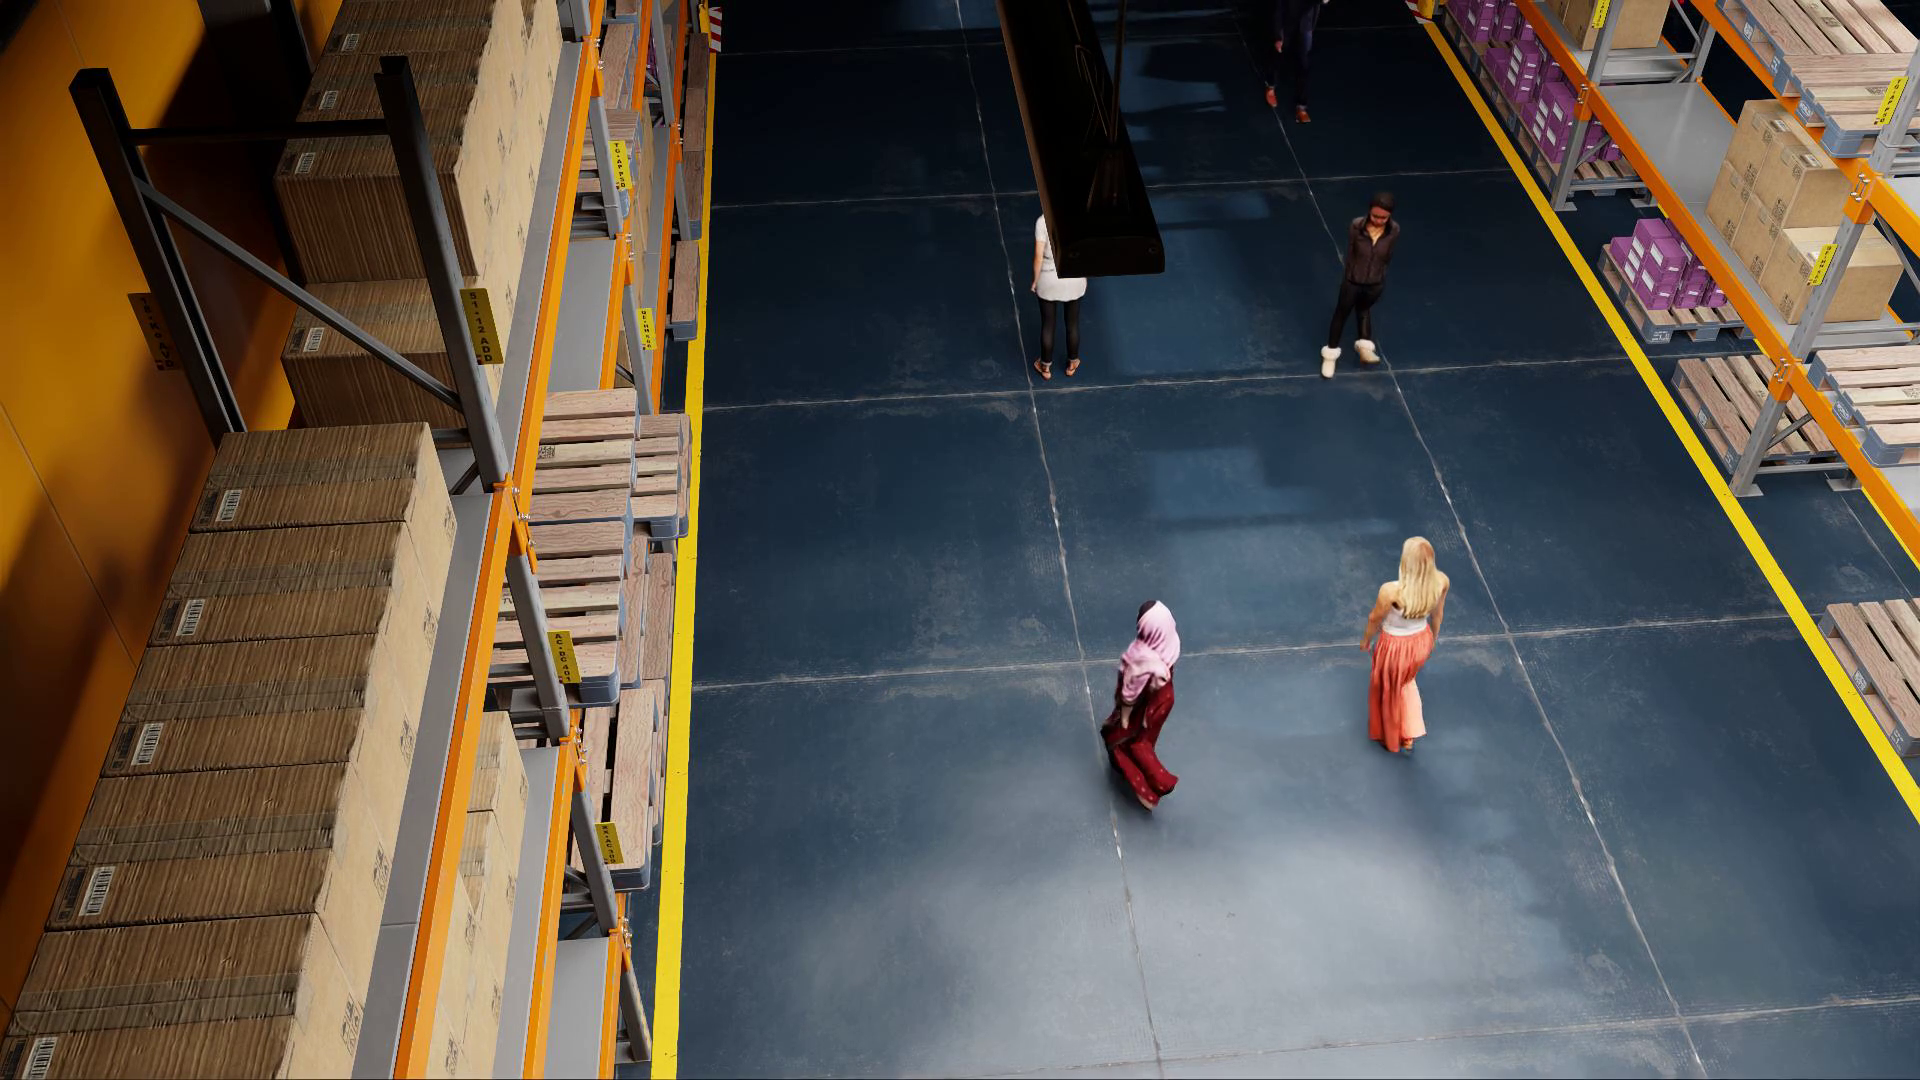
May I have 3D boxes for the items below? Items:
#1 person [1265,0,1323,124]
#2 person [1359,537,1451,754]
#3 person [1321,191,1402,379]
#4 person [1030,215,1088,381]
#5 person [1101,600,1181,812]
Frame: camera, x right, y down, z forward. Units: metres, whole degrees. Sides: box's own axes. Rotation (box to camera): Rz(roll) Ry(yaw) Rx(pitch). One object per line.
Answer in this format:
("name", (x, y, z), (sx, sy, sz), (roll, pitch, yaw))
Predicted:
("person", (3.230, -5.043, 16.320), (0.744, 1.773, 1.136), (-5, 44, -5))
("person", (2.745, 0.744, 10.234), (0.702, 1.789, 0.806), (-10, 45, -11))
("person", (3.197, -1.985, 13.192), (0.801, 1.659, 0.684), (-3, 44, -3))
("person", (0.797, -2.052, 13.142), (0.601, 1.826, 0.517), (-4, 44, -4))
("person", (1.174, 1.000, 10.084), (0.931, 1.625, 0.868), (33, 52, 29))
